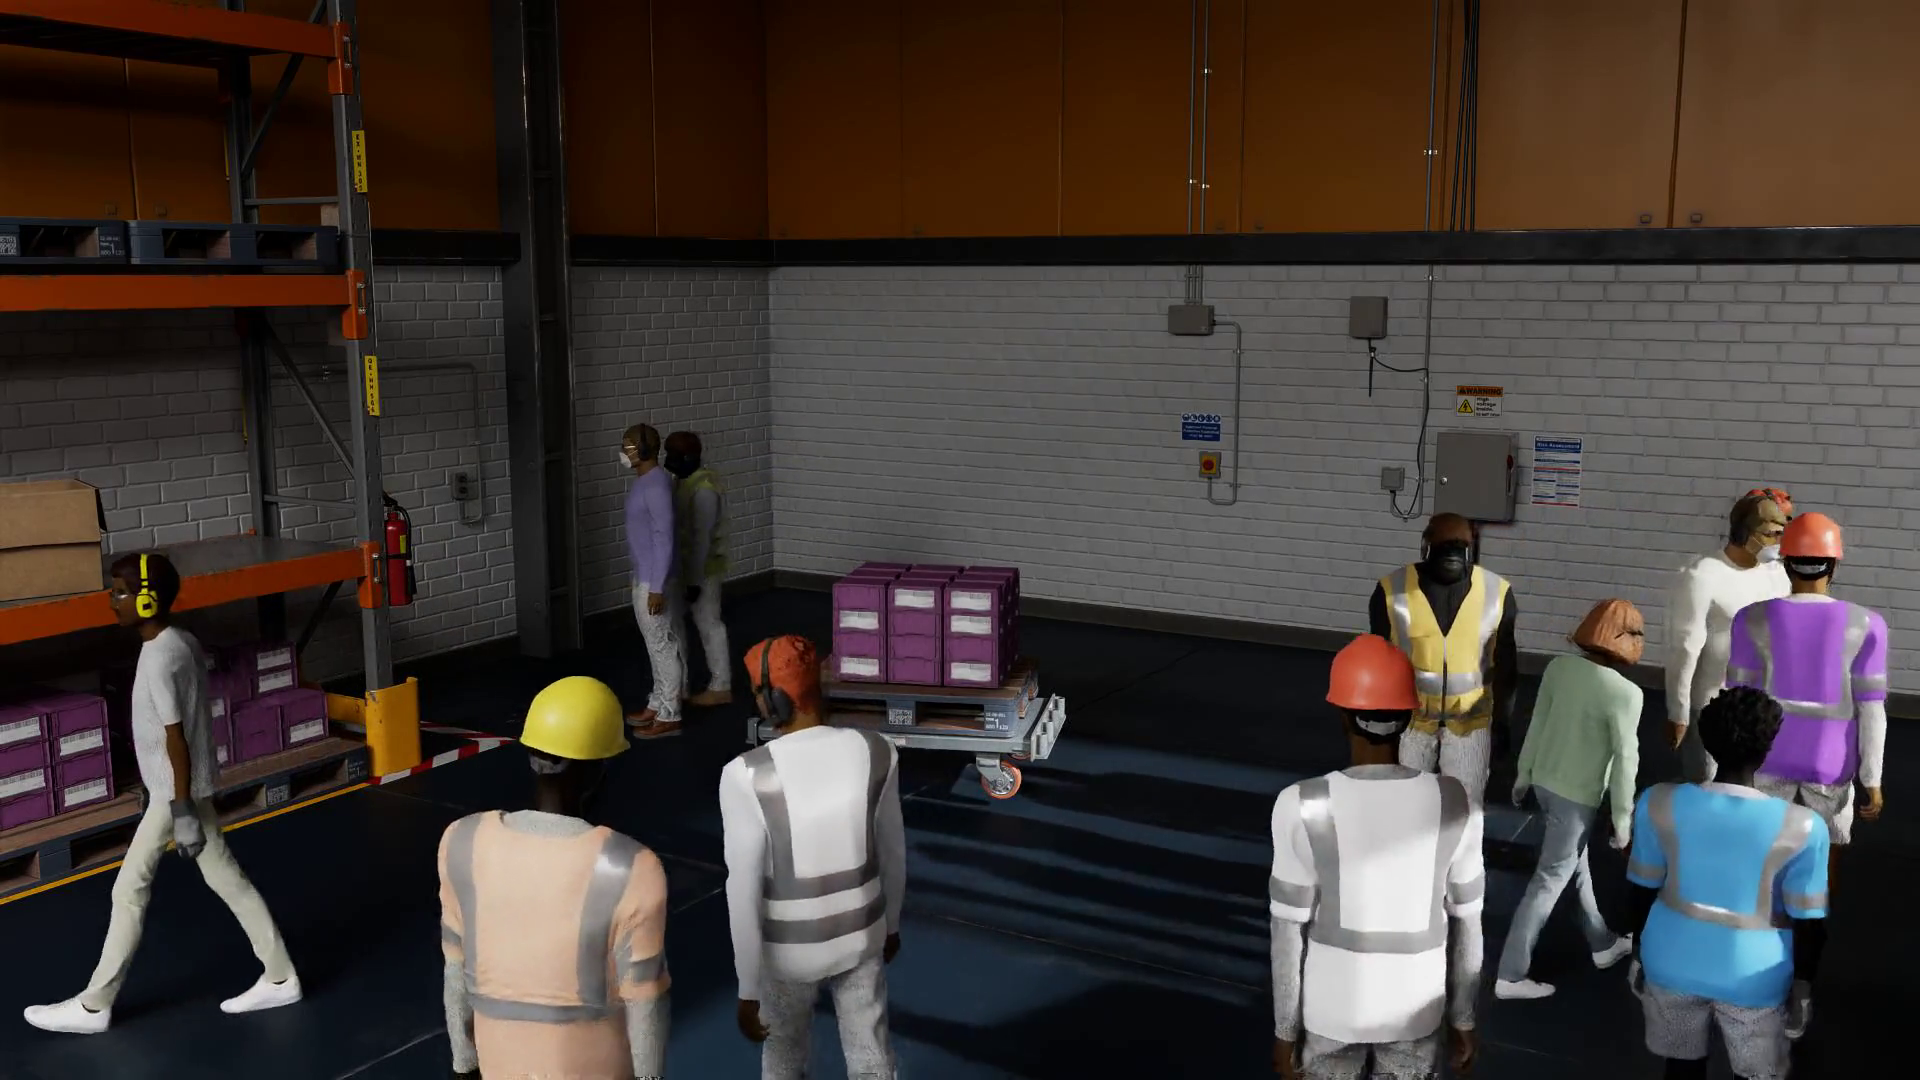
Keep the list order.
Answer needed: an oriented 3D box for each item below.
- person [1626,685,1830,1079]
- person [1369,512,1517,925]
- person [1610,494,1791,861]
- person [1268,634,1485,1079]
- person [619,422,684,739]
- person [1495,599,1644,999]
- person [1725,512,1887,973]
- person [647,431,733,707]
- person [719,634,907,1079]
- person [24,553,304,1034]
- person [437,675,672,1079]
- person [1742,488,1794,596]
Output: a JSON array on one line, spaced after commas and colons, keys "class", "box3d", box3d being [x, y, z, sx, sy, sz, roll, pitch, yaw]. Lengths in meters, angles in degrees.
[{"class": "person", "box3d": [2.146, 1.254, 4.728, 0.537, 1.681, 0.541, 6, 11, 34]}, {"class": "person", "box3d": [2.091, 0.776, 7.262, 0.637, 1.829, 0.436, 2, 9, 11]}, {"class": "person", "box3d": [3.331, 0.713, 7.421, 0.676, 1.905, 0.768, -4, 10, -23]}, {"class": "person", "box3d": [1.068, 1.211, 4.246, 0.560, 1.919, 0.736, 0, 9, 1]}, {"class": "person", "box3d": [-1.888, 0.245, 10.209, 0.353, 1.937, 0.635, -3, 10, -17]}, {"class": "person", "box3d": [2.465, 1.011, 6.549, 0.812, 1.572, 0.520, -3, 9, -16]}, {"class": "person", "box3d": [3.277, 0.857, 6.489, 0.585, 1.916, 0.563, 5, 10, 28]}, {"class": "person", "box3d": [-1.802, 0.203, 10.809, 0.678, 1.825, 0.666, -4, 10, -26]}, {"class": "person", "box3d": [-0.415, 1.167, 4.839, 0.600, 1.820, 1.032, -4, 10, -25]}, {"class": "person", "box3d": [-2.990, 0.941, 6.236, 0.973, 1.815, 0.545, -2, 9, -14]}, {"class": "person", "box3d": [-0.981, 1.262, 3.990, 0.616, 1.894, 0.779, 1, 9, 9]}, {"class": "person", "box3d": [3.589, 0.703, 7.520, 0.350, 1.884, 0.583, 2, 9, 10]}]
